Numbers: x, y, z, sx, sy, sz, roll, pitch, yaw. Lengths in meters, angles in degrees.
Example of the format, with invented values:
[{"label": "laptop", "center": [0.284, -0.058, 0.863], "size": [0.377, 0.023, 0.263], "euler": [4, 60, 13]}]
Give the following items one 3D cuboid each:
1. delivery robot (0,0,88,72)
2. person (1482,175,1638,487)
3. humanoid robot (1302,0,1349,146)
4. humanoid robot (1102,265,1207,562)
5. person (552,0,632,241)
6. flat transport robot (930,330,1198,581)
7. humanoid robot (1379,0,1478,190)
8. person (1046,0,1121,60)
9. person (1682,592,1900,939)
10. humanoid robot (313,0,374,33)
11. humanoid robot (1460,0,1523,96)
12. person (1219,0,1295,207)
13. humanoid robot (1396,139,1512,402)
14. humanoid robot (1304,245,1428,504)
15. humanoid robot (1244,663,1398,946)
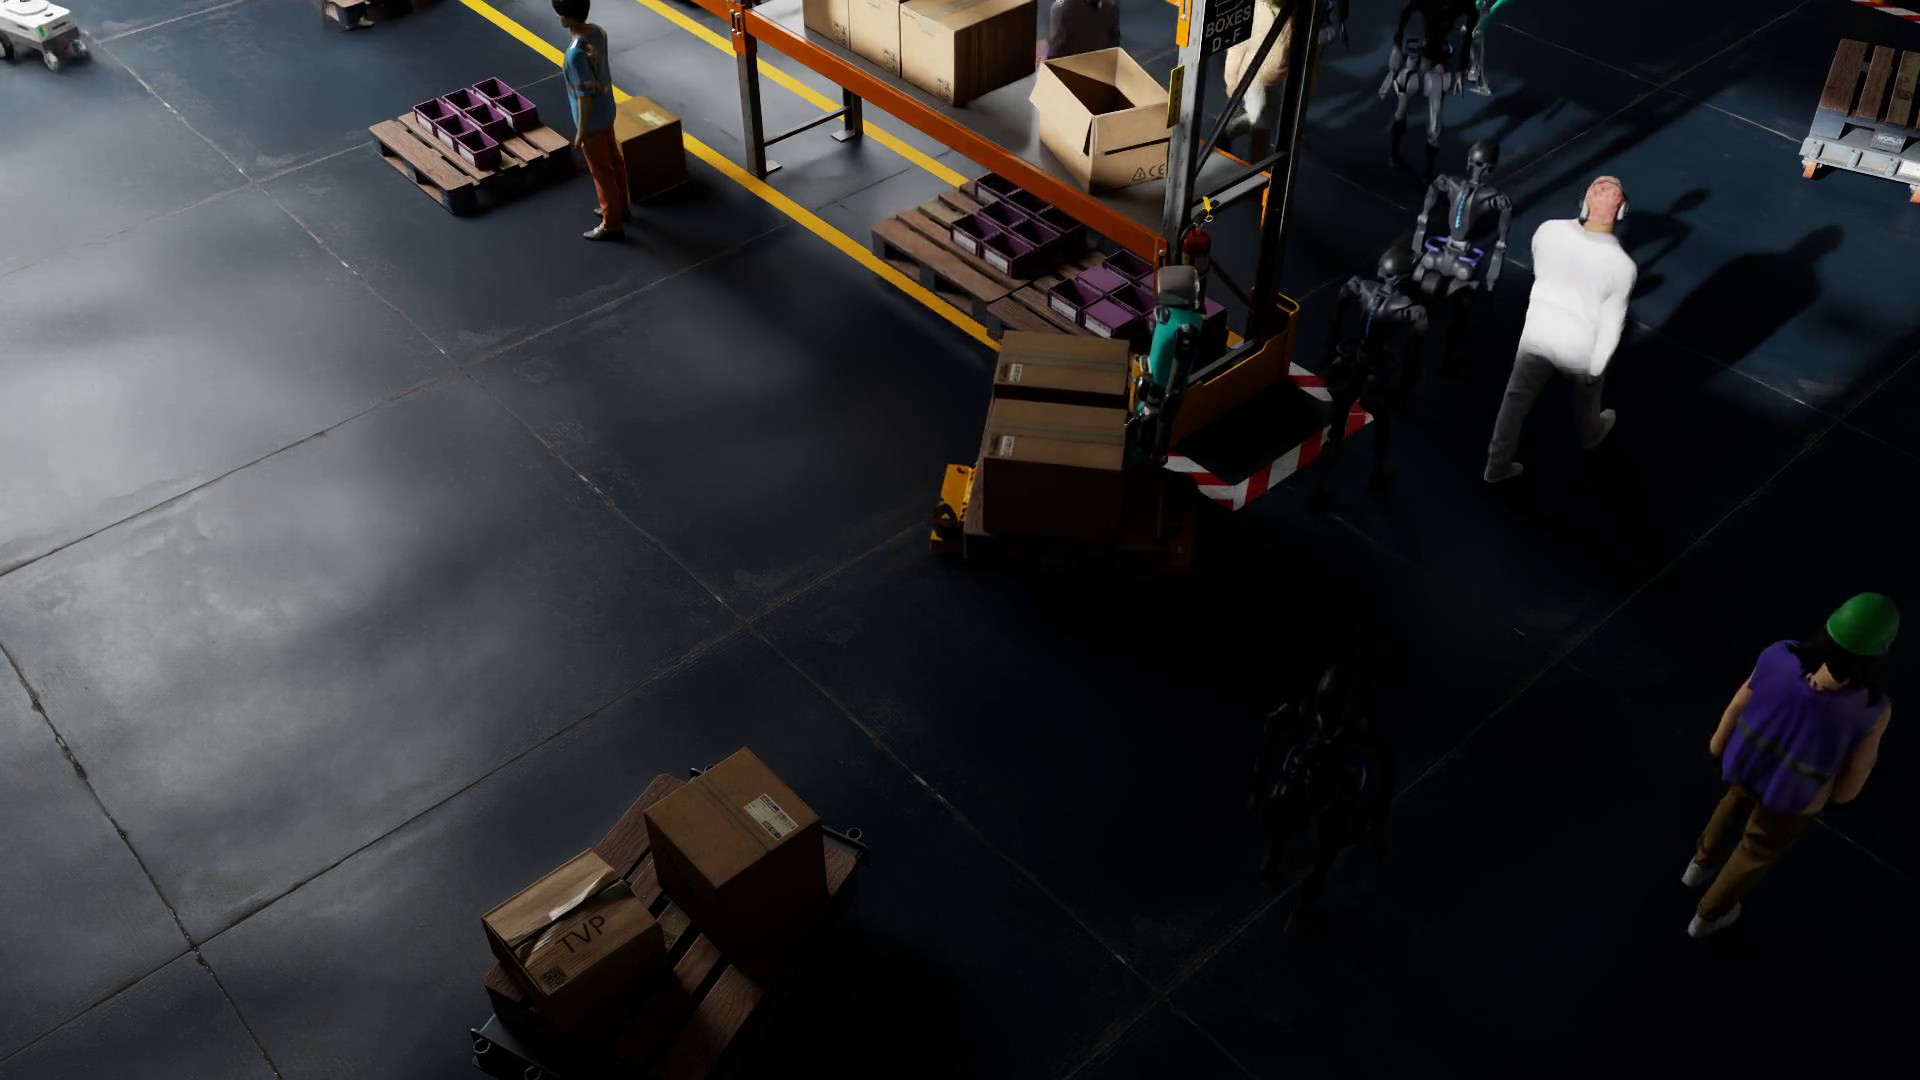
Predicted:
[{"label": "delivery robot", "center": [-7.447, -4.139, 13.377], "size": [0.767, 0.583, 0.499], "euler": [22, 47, 22]}, {"label": "person", "center": [3.391, -1.163, 9.192], "size": [0.982, 1.852, 0.643], "euler": [-33, 52, -30]}, {"label": "humanoid robot", "center": [2.562, -3.767, 12.193], "size": [0.609, 1.638, 0.697], "euler": [-5, 43, -5]}, {"label": "humanoid robot", "center": [0.852, -0.622, 8.703], "size": [0.731, 1.801, 0.537], "euler": [-1, 43, -1]}, {"label": "person", "center": [-2.449, -2.826, 11.063], "size": [0.325, 1.765, 0.485], "euler": [5, 43, 5]}, {"label": "flat transport robot", "center": [0.590, -0.154, 9.263], "size": [1.431, 0.231, 0.659], "euler": [6, 43, 6]}, {"label": "humanoid robot", "center": [3.258, -3.257, 11.615], "size": [0.586, 1.627, 0.719], "euler": [0, 43, 1]}, {"label": "person", "center": [0.877, -3.237, 11.529], "size": [0.583, 1.733, 0.389], "euler": [-25, 48, -25]}, {"label": "person", "center": [3.418, 0.932, 6.870], "size": [0.599, 1.913, 0.541], "euler": [-25, 48, -24]}, {"label": "humanoid robot", "center": [-5.195, -4.898, 13.417], "size": [0.730, 1.899, 0.558], "euler": [12, 44, 13]}, {"label": "humanoid robot", "center": [4.072, -4.272, 12.667], "size": [0.826, 1.781, 0.573], "euler": [-26, 49, -25]}, {"label": "person", "center": [2.057, -3.248, 11.462], "size": [0.557, 1.845, 0.782], "euler": [-22, 47, -23]}, {"label": "humanoid robot", "center": [2.888, -1.584, 9.820], "size": [0.589, 1.630, 0.758], "euler": [25, 48, 25]}, {"label": "humanoid robot", "center": [2.216, -0.916, 9.072], "size": [0.594, 1.650, 0.608], "euler": [30, 50, 28]}, {"label": "humanoid robot", "center": [1.505, 1.072, 6.892], "size": [0.612, 1.647, 0.386], "euler": [15, 45, 16]}]
